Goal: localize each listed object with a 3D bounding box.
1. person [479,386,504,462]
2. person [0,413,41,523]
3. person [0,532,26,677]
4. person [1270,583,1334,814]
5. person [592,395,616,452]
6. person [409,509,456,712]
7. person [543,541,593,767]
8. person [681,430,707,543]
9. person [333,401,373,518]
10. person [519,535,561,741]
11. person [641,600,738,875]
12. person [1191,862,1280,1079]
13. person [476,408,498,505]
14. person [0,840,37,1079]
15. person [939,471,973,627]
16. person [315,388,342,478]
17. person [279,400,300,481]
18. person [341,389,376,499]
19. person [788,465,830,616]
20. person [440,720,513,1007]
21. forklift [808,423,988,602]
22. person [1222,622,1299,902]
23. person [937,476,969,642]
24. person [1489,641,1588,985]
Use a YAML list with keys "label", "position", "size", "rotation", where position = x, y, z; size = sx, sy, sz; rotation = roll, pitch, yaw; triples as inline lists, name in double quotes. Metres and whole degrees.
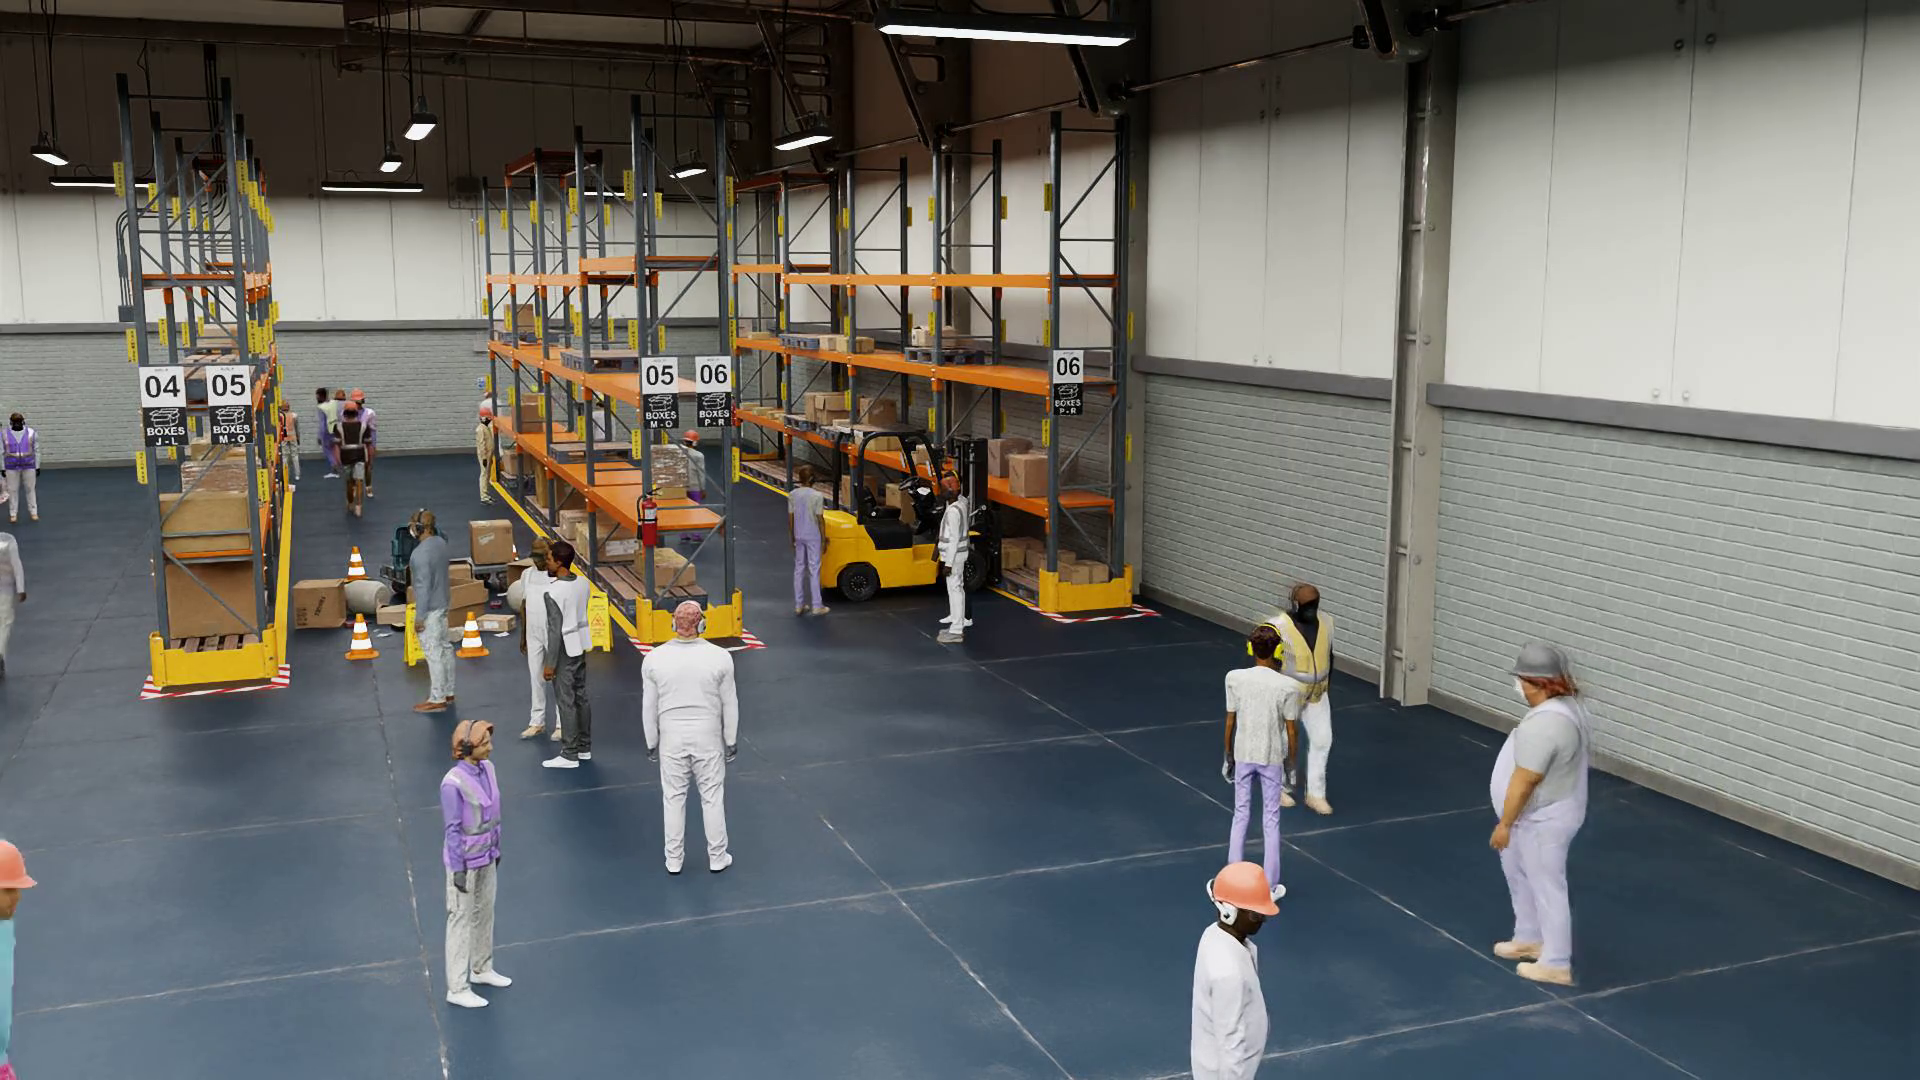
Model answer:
- label: "person"
  position: [-10.361, -2.566, 36.804]
  size: [0.836, 1.723, 0.570]
  rotation: [5, 10, 29]
- label: "person"
  position: [-15.789, -1.220, 27.945]
  size: [0.626, 1.846, 0.429]
  rotation: [-6, 11, -32]
- label: "person"
  position: [-10.020, 0.511, 17.184]
  size: [0.592, 1.804, 0.808]
  rotation: [-3, 9, -16]
- label: "person"
  position: [2.621, 1.210, 12.764]
  size: [0.640, 1.806, 0.726]
  rotation: [-3, 10, -19]
- label: "person"
  position: [-7.116, -2.003, 33.113]
  size: [0.524, 1.769, 0.326]
  rotation: [-4, 10, -21]
- label: "person"
  position: [-5.017, 0.664, 15.788]
  size: [0.352, 1.937, 0.635]
  rotation: [1, 9, 3]
- label: "person"
  position: [-3.303, 0.957, 14.001]
  size: [0.392, 1.922, 0.591]
  rotation: [2, 9, 14]
- label: "person"
  position: [-4.145, -0.833, 25.795]
  size: [0.572, 1.749, 0.342]
  rotation: [6, 11, 32]
- label: "person"
  position: [-10.404, -1.383, 28.541]
  size: [0.633, 1.986, 1.075]
  rotation: [-4, 10, -23]
- label: "person"
  position: [-3.688, 0.869, 14.796]
  size: [0.508, 1.845, 0.345]
  rotation: [2, 9, 15]
- label: "person"
  position: [-1.855, 1.362, 11.497]
  size: [0.649, 1.906, 0.401]
  rotation: [-1, 9, -4]
- label: "person"
  position: [1.127, 2.173, 6.884]
  size: [0.339, 1.747, 0.564]
  rotation: [1, 9, 5]
- label: "person"
  position: [-8.570, -1.521, 30.117]
  size: [0.324, 1.752, 0.561]
  rotation: [-1, 9, -6]
- label: "person"
  position: [-4.084, 2.135, 6.627]
  size: [1.099, 1.925, 0.655]
  rotation: [0, 9, 3]
- label: "person"
  position: [-0.048, 0.101, 19.601]
  size: [0.328, 1.861, 0.506]
  rotation: [-4, 10, -26]
- label: "person"
  position: [-12.883, -2.180, 33.927]
  size: [0.387, 1.860, 0.700]
  rotation: [0, 9, 1]
- label: "person"
  position: [-13.535, -1.994, 33.457]
  size: [0.513, 1.640, 0.309]
  rotation: [-6, 11, -34]
- label: "person"
  position: [-11.109, -1.771, 30.785]
  size: [0.607, 2.044, 0.372]
  rotation: [-4, 10, -23]
- label: "person"
  position: [-1.846, 0.001, 20.254]
  size: [0.507, 1.847, 0.346]
  rotation: [5, 10, 27]
- label: "person"
  position: [-2.774, 1.821, 9.478]
  size: [0.313, 1.632, 0.521]
  rotation: [2, 9, 12]
- label: "forklift"
  position: [-0.830, -0.399, 21.676]
  size: [2.313, 2.155, 1.214]
  rotation: [-4, 10, -21]
- label: "person"
  position: [1.980, 1.468, 10.996]
  size: [0.503, 1.862, 0.329]
  rotation: [3, 10, 21]
- label: "person"
  position: [-0.085, 0.212, 18.804]
  size: [0.355, 1.884, 0.575]
  rotation: [1, 9, 6]
- label: "person"
  position: [3.355, 1.572, 9.752]
  size: [0.643, 2.000, 0.699]
  rotation: [4, 10, 26]
